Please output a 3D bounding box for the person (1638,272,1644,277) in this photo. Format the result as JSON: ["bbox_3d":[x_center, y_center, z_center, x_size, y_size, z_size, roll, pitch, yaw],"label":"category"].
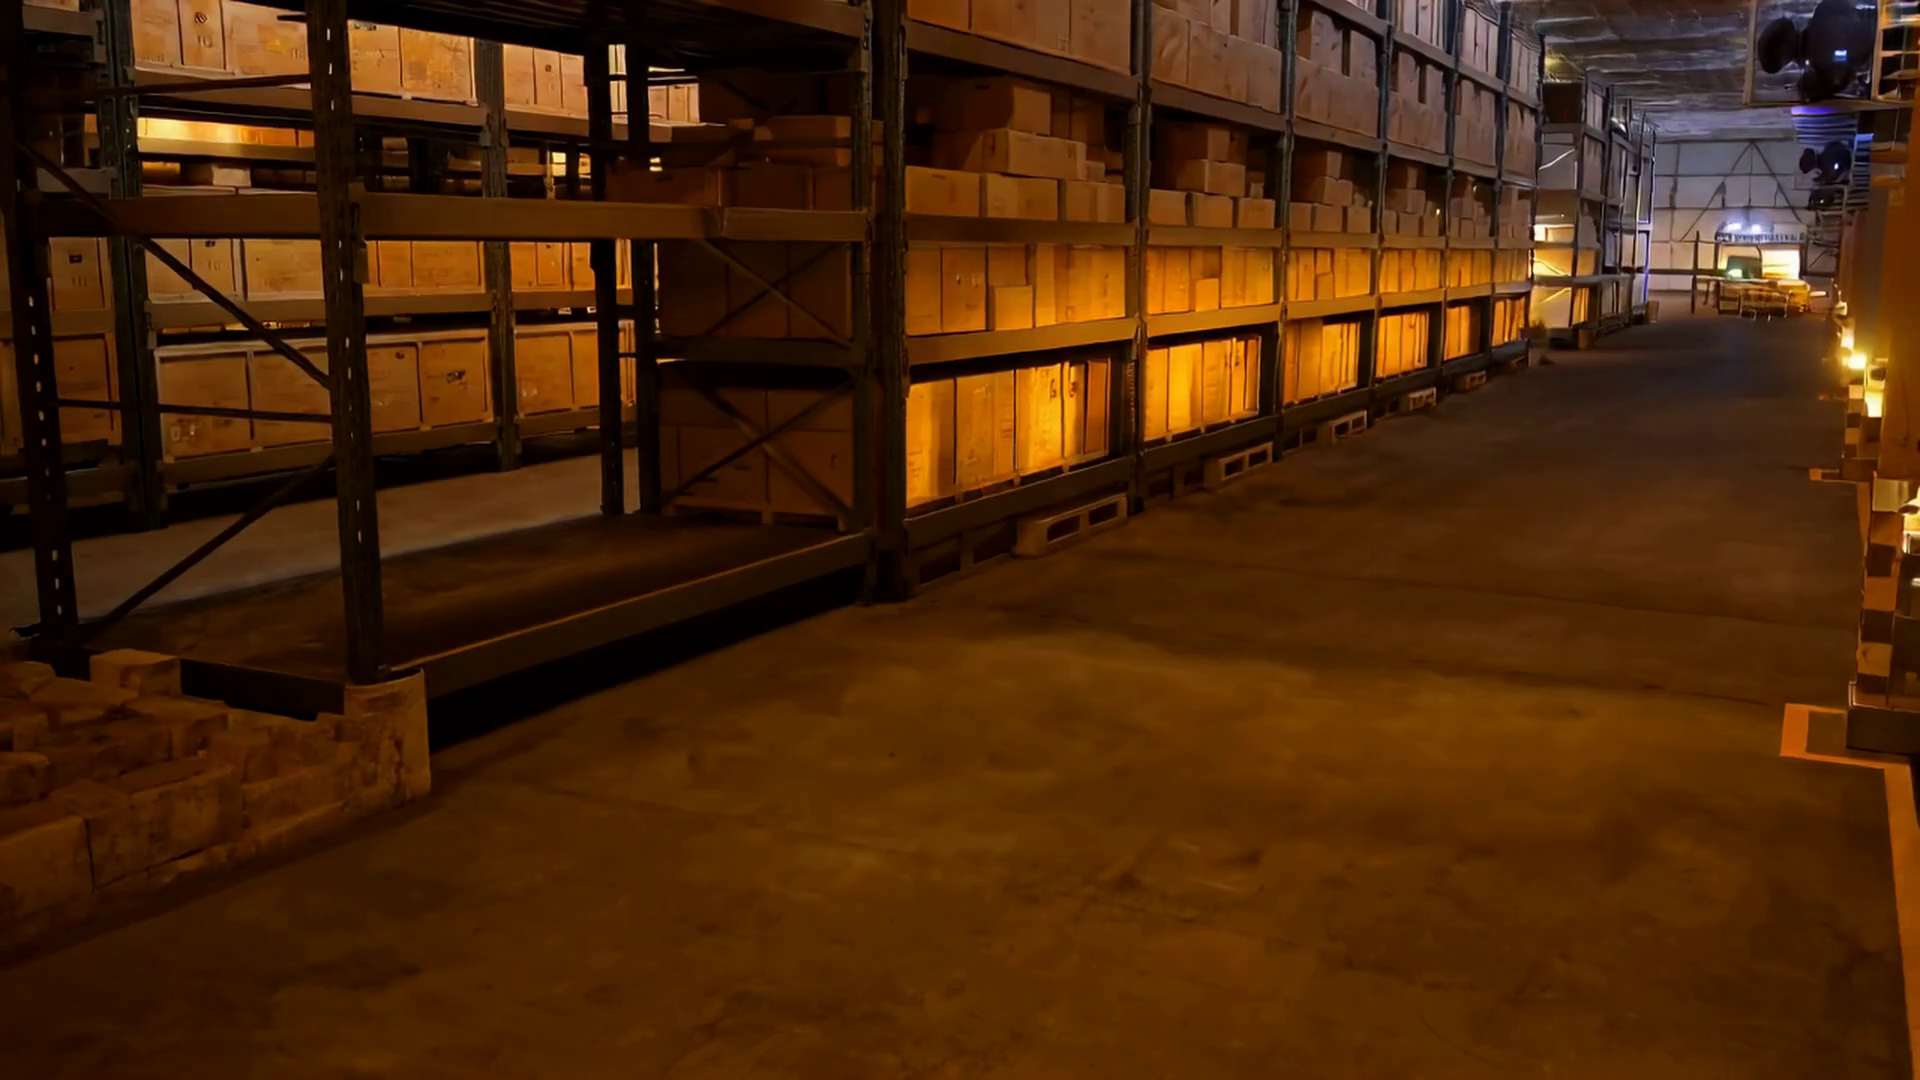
[{"bbox_3d":[36.379,-13.959,88.782,0.509,1.629,0.314,3,10,15],"label":"person"}]

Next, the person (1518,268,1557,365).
[{"bbox_3d":[11.155,-4.293,32.112,0.685,1.871,0.883,-9,13,-42],"label":"person"}]
